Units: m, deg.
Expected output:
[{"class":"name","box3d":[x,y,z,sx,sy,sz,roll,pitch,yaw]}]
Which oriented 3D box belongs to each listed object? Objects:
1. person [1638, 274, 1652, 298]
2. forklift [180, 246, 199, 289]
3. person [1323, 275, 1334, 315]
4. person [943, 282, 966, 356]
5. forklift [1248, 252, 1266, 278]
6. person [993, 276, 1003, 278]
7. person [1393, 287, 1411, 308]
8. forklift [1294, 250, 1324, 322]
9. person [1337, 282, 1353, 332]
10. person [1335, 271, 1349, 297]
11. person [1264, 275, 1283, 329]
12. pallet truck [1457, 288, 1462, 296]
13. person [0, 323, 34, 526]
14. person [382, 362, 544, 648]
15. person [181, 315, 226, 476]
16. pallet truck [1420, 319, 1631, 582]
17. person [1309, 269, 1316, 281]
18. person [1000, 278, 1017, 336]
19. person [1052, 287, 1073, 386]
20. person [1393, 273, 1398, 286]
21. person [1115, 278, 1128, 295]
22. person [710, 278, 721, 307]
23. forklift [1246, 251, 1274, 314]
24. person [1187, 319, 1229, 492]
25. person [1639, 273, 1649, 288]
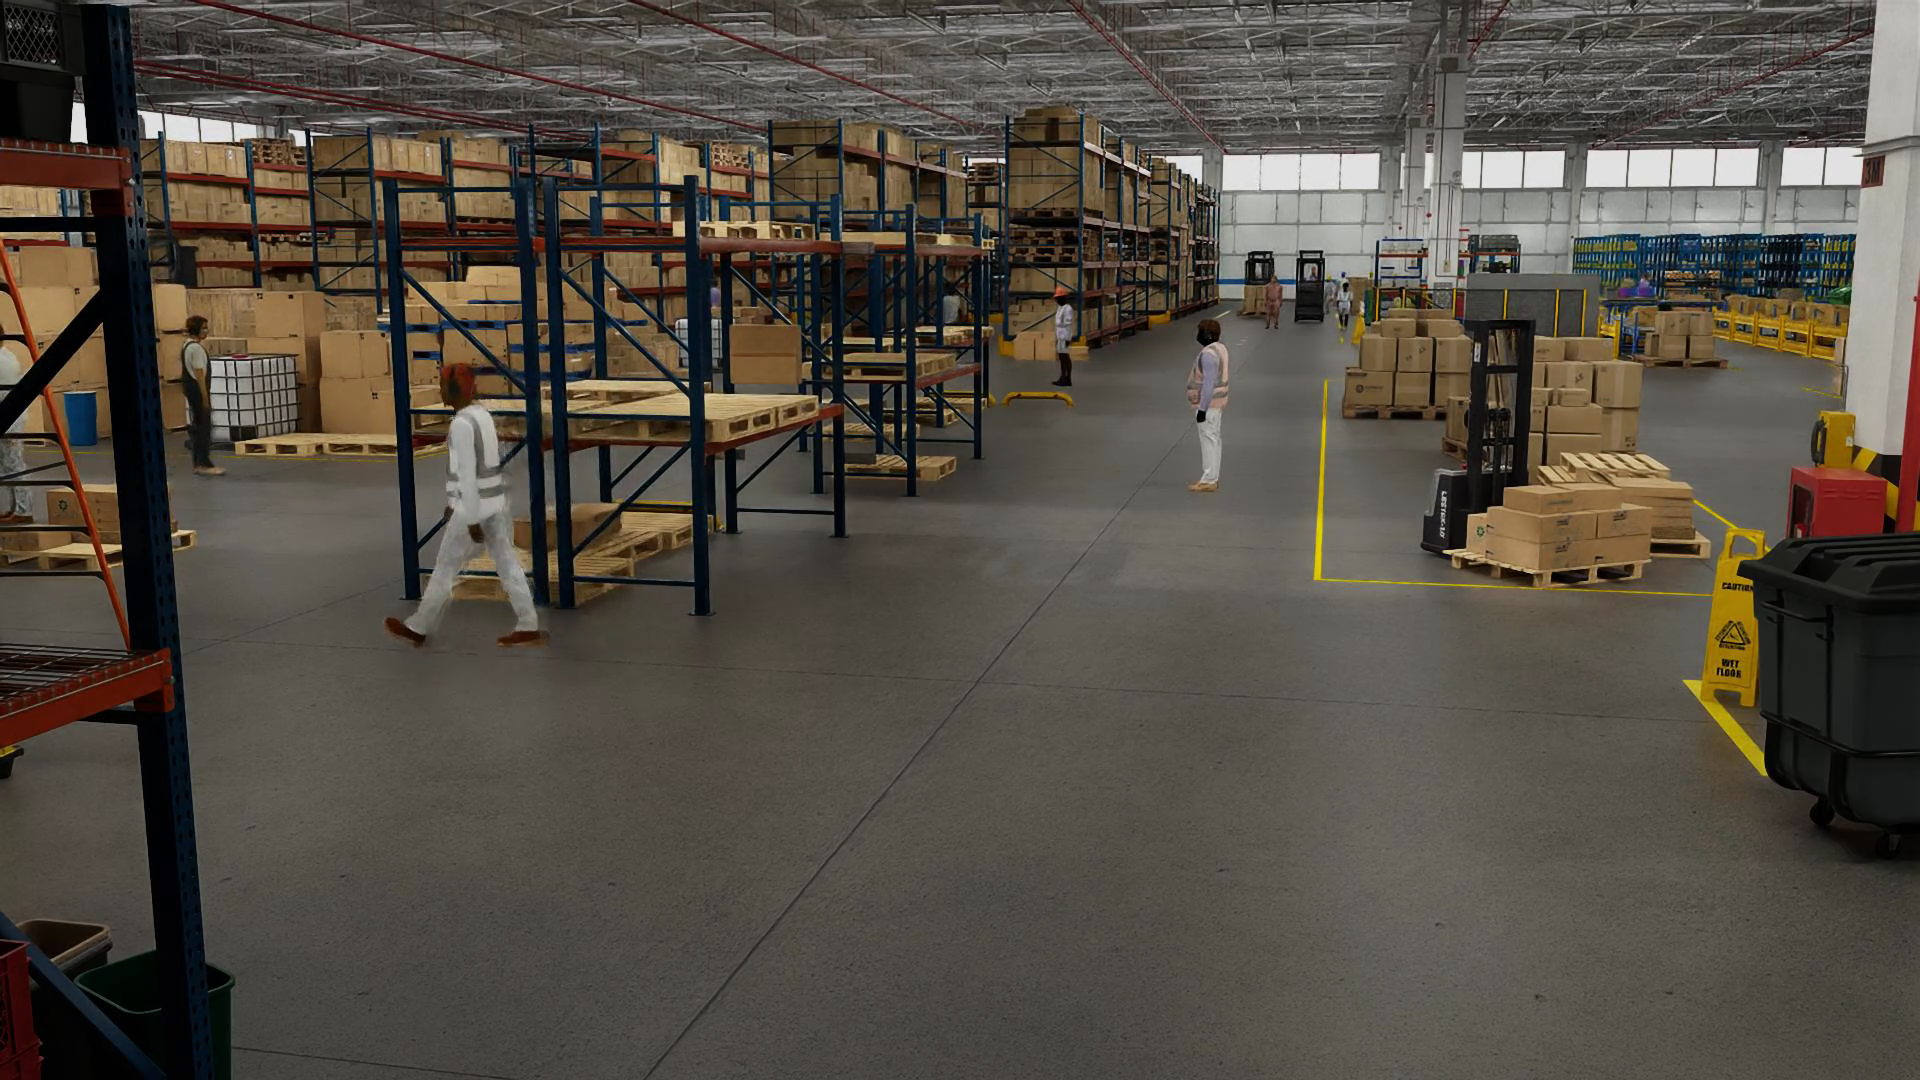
[{"class":"person","box3d":[29.852,-10.661,72.483,0.554,1.816,0.575,0,10,-2]},{"class":"forklift","box3d":[-21.095,-6.659,45.635,1.873,2.768,1.129,-6,11,-32]},{"class":"person","box3d":[16.400,-10.978,74.438,0.625,1.798,0.576,4,10,21]},{"class":"person","box3d":[-0.256,-5.694,42.833,0.962,1.911,0.690,8,12,38]},{"class":"forklift","box3d":[15.241,-13.392,85.511,1.129,2.768,1.873,2,10,12]},{"class":"person","box3d":[2.125,-14.213,93.502,0.627,1.830,0.434,-1,10,-6]},{"class":"person","box3d":[12.502,-6.319,47.126,0.533,1.697,0.319,6,11,33]},{"class":"forklift","box3d":[13.778,-10.002,65.433,1.129,2.768,1.873,2,10,12]},{"class":"person","box3d":[13.176,-7.976,56.943,0.552,1.682,0.435,3,10,15]},{"class":"person","box3d":[17.737,-11.502,77.134,0.625,1.924,0.492,1,10,7]},{"class":"person","box3d":[11.183,-8.494,59.377,0.636,1.911,0.406,2,10,12]},{"class":"pallet truck","box3d":[20.506,-9.785,68.819,0.653,1.274,1.630,2,10,12]},{"class":"person","box3d":[-8.887,-1.089,15.486,0.371,1.932,0.627,-7,12,-36]},{"class":"person","box3d":[-3.143,-0.206,10.531,1.026,1.821,0.575,1,10,6]},{"class":"person","box3d":[-8.691,-1.649,19.038,0.342,1.844,0.512,-7,12,-36]},{"class":"pallet truck","box3d":[4.543,-0.757,13.299,0.823,1.965,1.885,-4,10,-22]},{"class":"person","box3d":[19.662,-14.131,92.670,0.542,1.939,0.366,-8,12,-38]},{"class":"person","box3d":[1.553,-7.235,51.928,0.402,1.906,0.652,-8,13,-40]},{"class":"person","box3d":[2.001,-3.974,32.529,0.375,1.935,0.551,-3,10,-18]},{"class":"person","box3d":[23.084,-13.286,88.278,0.485,1.734,0.348,-7,12,-35]},{"class":"person","box3d":[7.980,-12.288,82.020,0.664,1.858,1.012,1,10,4]},{"class":"person","box3d":[-7.131,-6.659,48.494,0.651,1.907,0.898,3,10,20]},{"class":"forklift","box3d":[13.086,-11.149,72.229,1.129,2.768,1.873,2,10,12]},{"class":"person","box3d":[2.636,-1.429,17.742,0.429,1.844,0.623,3,10,19]},{"class":"person","box3d":[30.121,-10.866,73.516,0.776,1.877,0.653,3,10,16]}]
